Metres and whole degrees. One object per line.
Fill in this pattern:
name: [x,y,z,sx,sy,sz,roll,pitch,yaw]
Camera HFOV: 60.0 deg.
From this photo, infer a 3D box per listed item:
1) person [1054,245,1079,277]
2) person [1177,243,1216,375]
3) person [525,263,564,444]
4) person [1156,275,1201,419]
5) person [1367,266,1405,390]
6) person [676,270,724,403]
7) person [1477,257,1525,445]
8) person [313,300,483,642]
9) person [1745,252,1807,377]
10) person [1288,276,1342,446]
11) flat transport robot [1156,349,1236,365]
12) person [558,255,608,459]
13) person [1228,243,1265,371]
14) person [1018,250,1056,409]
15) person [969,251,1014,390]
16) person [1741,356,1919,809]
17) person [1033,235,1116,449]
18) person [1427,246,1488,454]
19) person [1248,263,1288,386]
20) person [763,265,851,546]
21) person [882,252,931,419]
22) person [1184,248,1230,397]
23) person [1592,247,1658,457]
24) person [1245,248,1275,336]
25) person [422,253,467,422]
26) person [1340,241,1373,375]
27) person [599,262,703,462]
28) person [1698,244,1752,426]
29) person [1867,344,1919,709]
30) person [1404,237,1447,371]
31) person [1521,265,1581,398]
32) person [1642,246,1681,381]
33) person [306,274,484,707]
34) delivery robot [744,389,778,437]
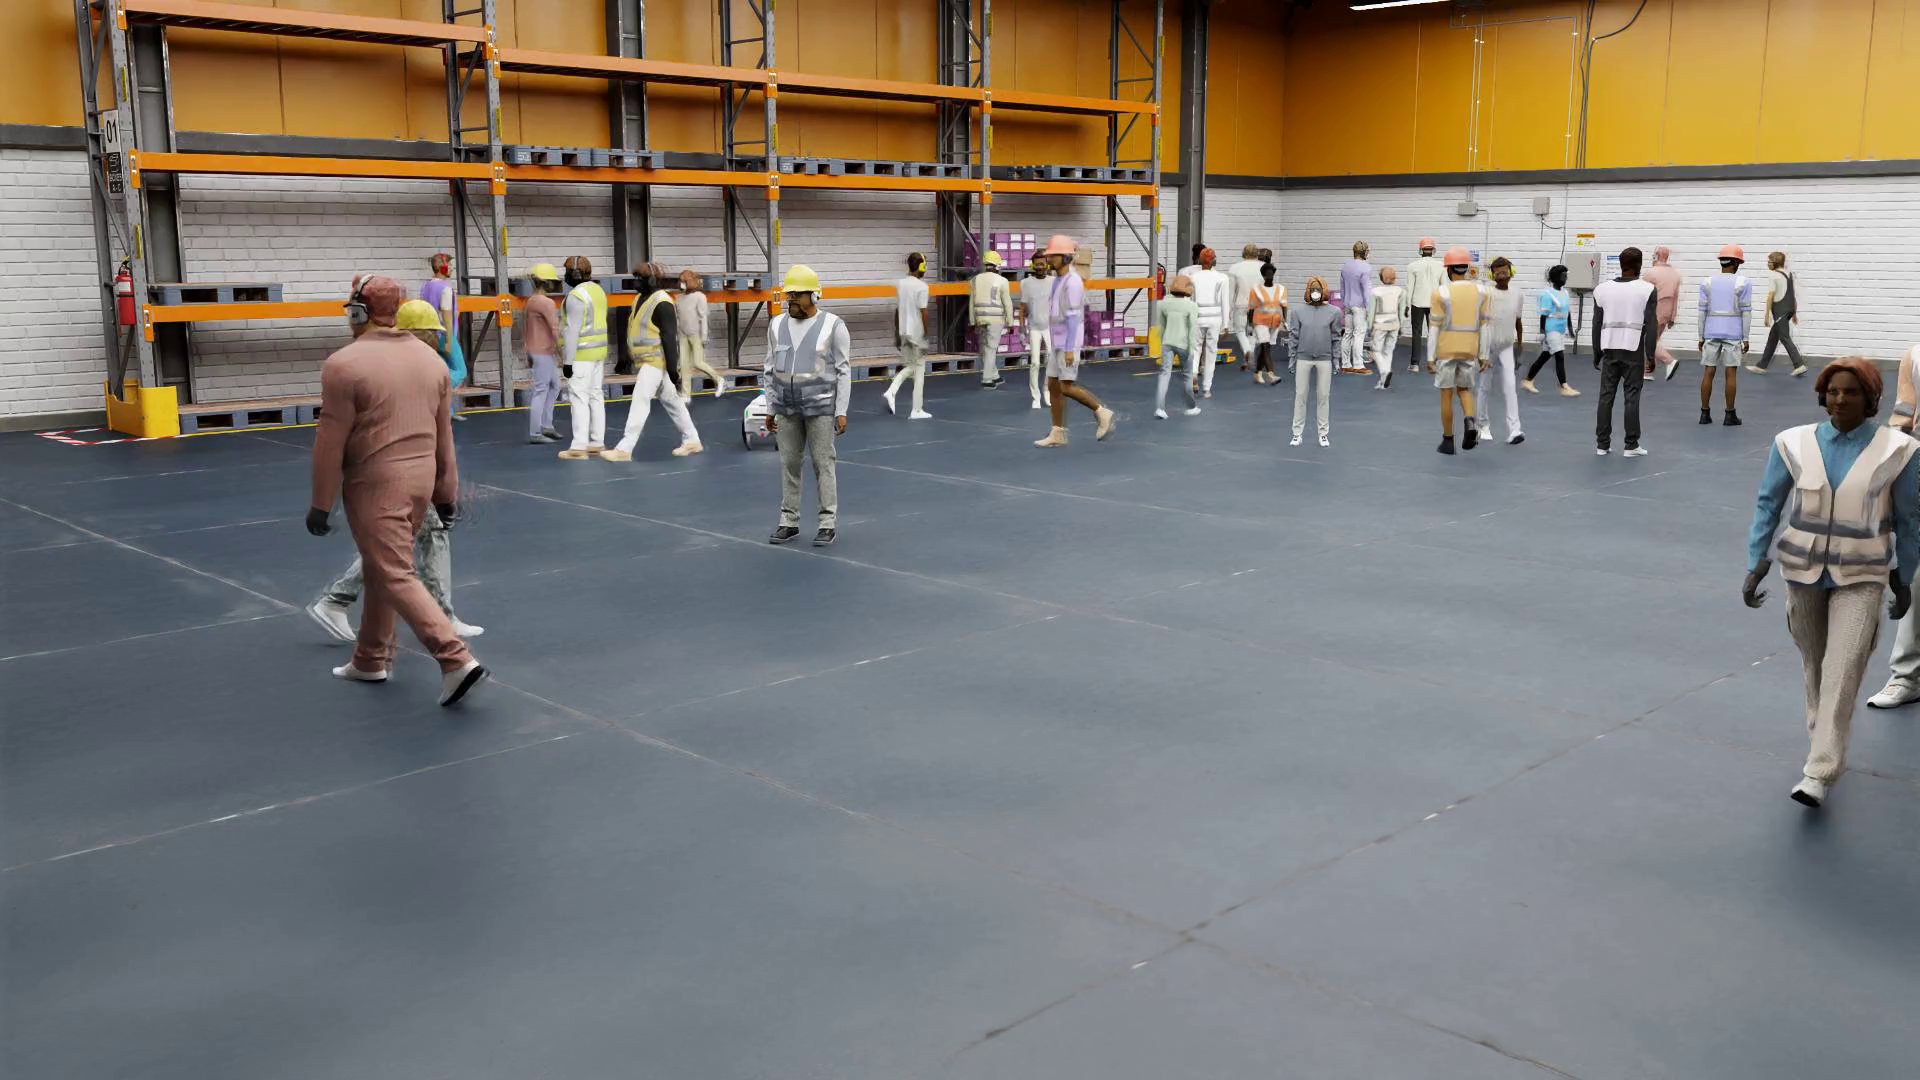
person: [1.608,-3.446,24.765,0.393,1.891,0.639,-2,11,-10]
person: [3.461,-3.370,24.287,0.604,1.918,1.014,1,10,4]
person: [-4.004,-1.803,16.188,0.566,1.750,0.544,-6,12,-32]
person: [2.408,-2.143,18.466,0.517,1.591,0.856,7,12,33]
person: [5.558,-2.742,21.640,0.519,1.625,0.568,-2,11,-11]
person: [-3.188,-2.459,20.118,0.500,1.618,0.612,8,13,36]
person: [5.259,-1.828,16.146,0.514,1.803,1.023,0,10,-1]
person: [-2.814,-0.323,8.199,0.742,1.713,0.488,-5,12,-27]
person: [11.893,-3.251,23.985,0.564,1.795,0.979,-7,13,-34]
person: [3.407,-1.713,15.999,0.505,1.633,0.279,2,11,12]
flat transport robot: [3.709,-2.878,26.067,0.652,0.197,1.431,7,13,35]
person: [-3.429,-1.651,15.107,0.428,1.843,0.626,3,11,13]
person: [4.267,-3.420,24.548,0.626,1.915,0.777,-1,10,-6]
person: [0.968,-2.442,19.412,0.598,1.841,0.429,-1,10,-4]
person: [0.493,-2.907,22.021,0.620,1.806,0.784,8,13,37]
person: [3.104,0.145,5.963,0.532,1.587,0.875,9,14,41]
person: [1.077,-1.870,15.776,0.693,2.028,0.620,-4,11,-19]
person: [4.583,-1.736,15.329,0.570,1.919,0.498,-1,10,-5]
person: [4.149,-2.886,22.330,0.530,1.633,0.882,-3,11,-16]
person: [-1.014,-0.871,10.863,0.601,1.830,0.404,4,11,19]
person: [-0.580,-2.241,18.309,0.558,1.844,0.549,10,14,42]
person: [3.058,-2.697,20.715,0.582,1.867,0.512,3,11,15]
person: [6.089,-1.720,15.273,0.587,1.914,0.390,9,14,41]
person: [5.421,-4.310,29.753,0.952,1.790,0.651,-6,12,-28]
person: [-5.584,-2.165,17.919,0.461,1.831,0.574,-10,14,-42]
person: [5.776,-3.367,24.183,0.361,1.938,0.635,-5,11,-24]
person: [-2.777,-1.607,15.045,1.007,1.788,0.629,-5,12,-25]
person: [8.163,-2.185,17.766,0.542,1.928,0.374,9,14,40]
person: [4.154,-0.196,6.923,0.382,1.924,0.594,-9,14,-41]
person: [6.935,-3.510,24.812,0.623,1.989,0.400,0,10,0]
person: [7.479,-2.644,21.012,0.534,1.654,0.865,-10,14,-44]
person: [9.677,-3.120,23.000,0.641,1.877,0.747,-6,12,-29]
person: [-2.456,-0.220,7.239,0.972,1.864,0.641,5,11,25]
delivery robot: [-1.861,-1.207,15.927,0.477,0.478,0.707,0,10,-1]
